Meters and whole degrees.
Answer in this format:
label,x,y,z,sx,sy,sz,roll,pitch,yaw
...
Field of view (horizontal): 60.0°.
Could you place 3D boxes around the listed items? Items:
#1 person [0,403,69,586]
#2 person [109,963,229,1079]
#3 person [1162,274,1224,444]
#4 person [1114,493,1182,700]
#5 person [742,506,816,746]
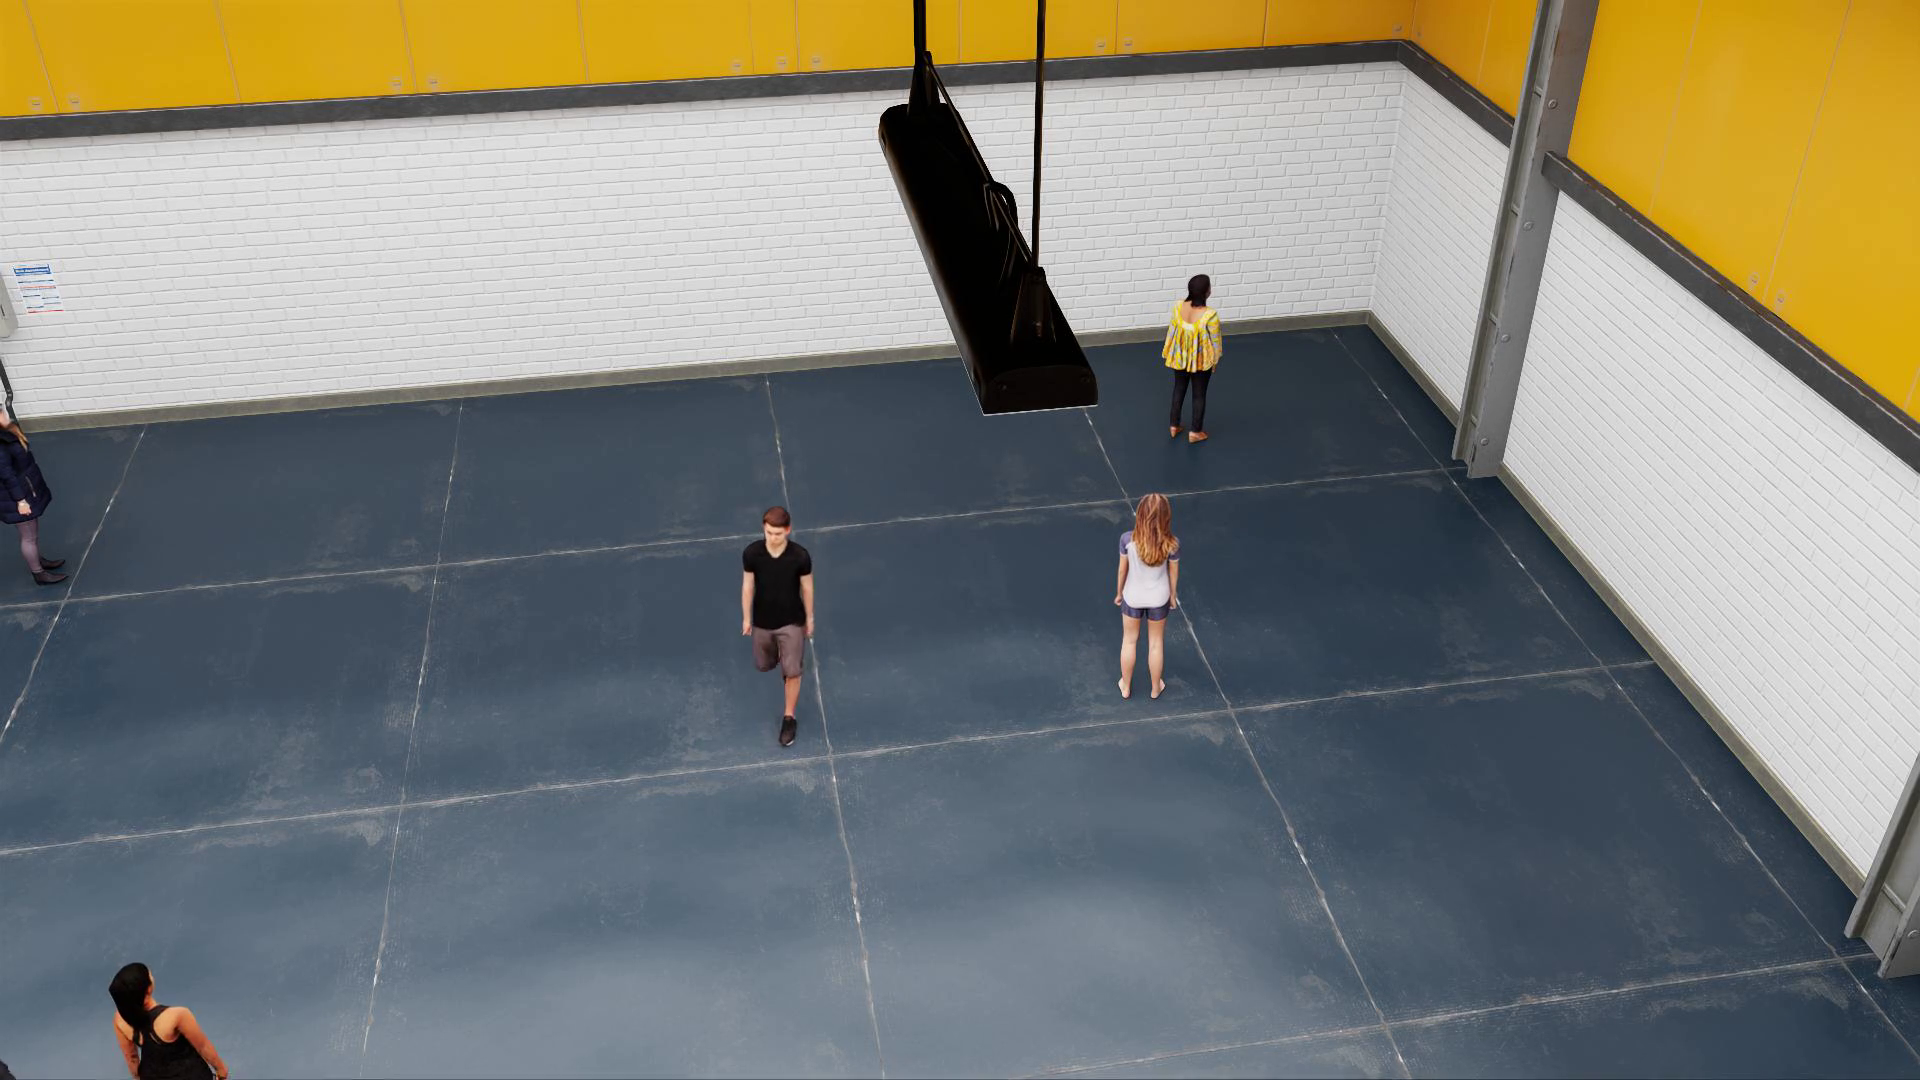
label,x,y,z,sx,sy,sz,roll,pitch,yaw
person,-7.618,-0.402,13.422,0.812,1.674,0.691,-16,37,-23
person,-4.060,2.837,8.584,0.764,1.636,1.074,3,34,4
person,2.148,-1.679,15.361,0.884,1.654,0.946,23,40,30
person,1.354,0.422,12.133,0.664,1.730,0.635,4,34,5
person,-1.271,0.518,11.881,0.885,1.848,1.120,4,34,7
